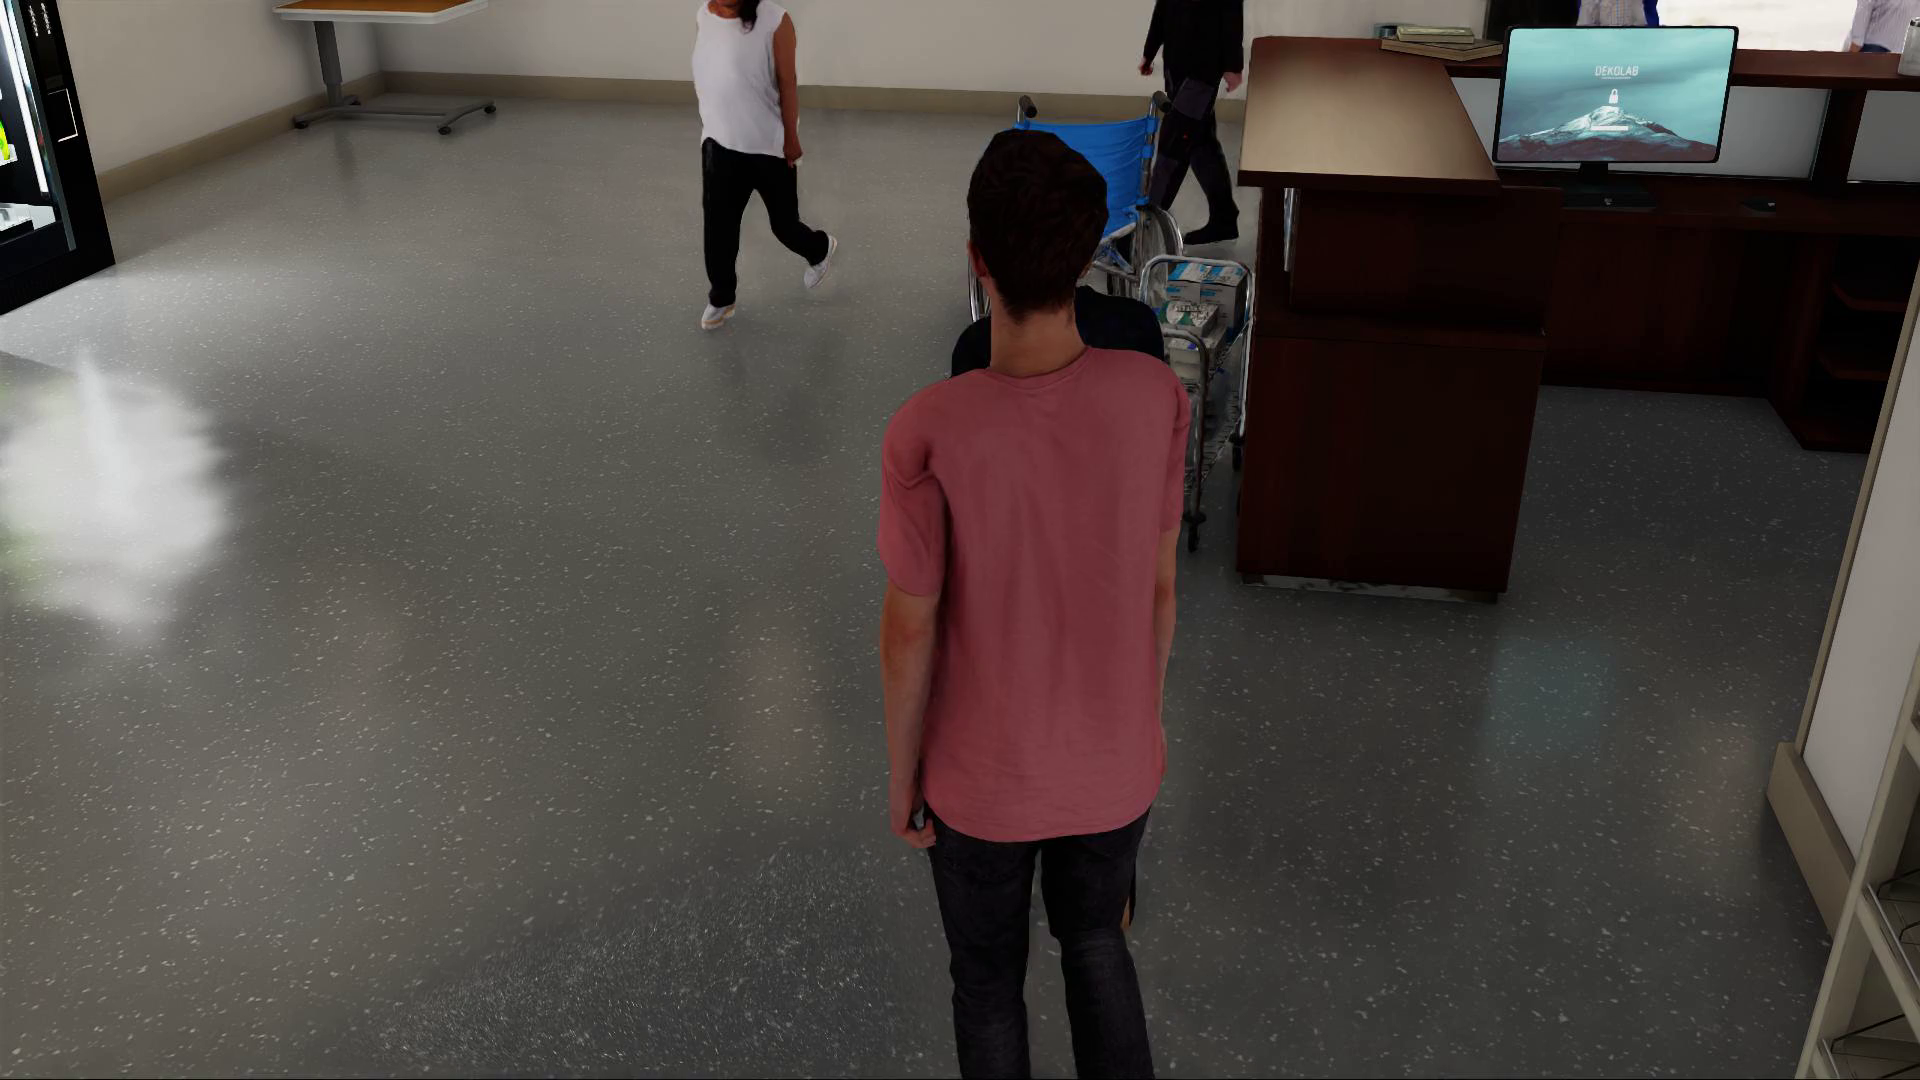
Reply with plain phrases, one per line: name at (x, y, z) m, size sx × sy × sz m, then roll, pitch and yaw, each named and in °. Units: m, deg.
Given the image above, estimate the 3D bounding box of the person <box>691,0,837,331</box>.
person at (-0.893, -1.799, 7.400) m, size 0.888 × 1.656 × 1.105 m, roll 15°, pitch 29°, yaw 28°

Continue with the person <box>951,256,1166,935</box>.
person at (0.229, 0.088, 3.474) m, size 0.824 × 1.667 × 1.016 m, roll -5°, pitch 26°, yaw -11°

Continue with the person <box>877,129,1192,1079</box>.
person at (0.152, 0.385, 2.535) m, size 0.877 × 1.949 × 1.000 m, roll -8°, pitch 27°, yaw -17°

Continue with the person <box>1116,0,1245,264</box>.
person at (1.215, -2.299, 8.206) m, size 1.179 × 1.856 × 1.244 m, roll -11°, pitch 28°, yaw -22°

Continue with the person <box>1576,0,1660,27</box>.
person at (3.374, -2.383, 8.438) m, size 0.967 × 1.807 × 0.875 m, roll -3°, pitch 26°, yaw -6°
